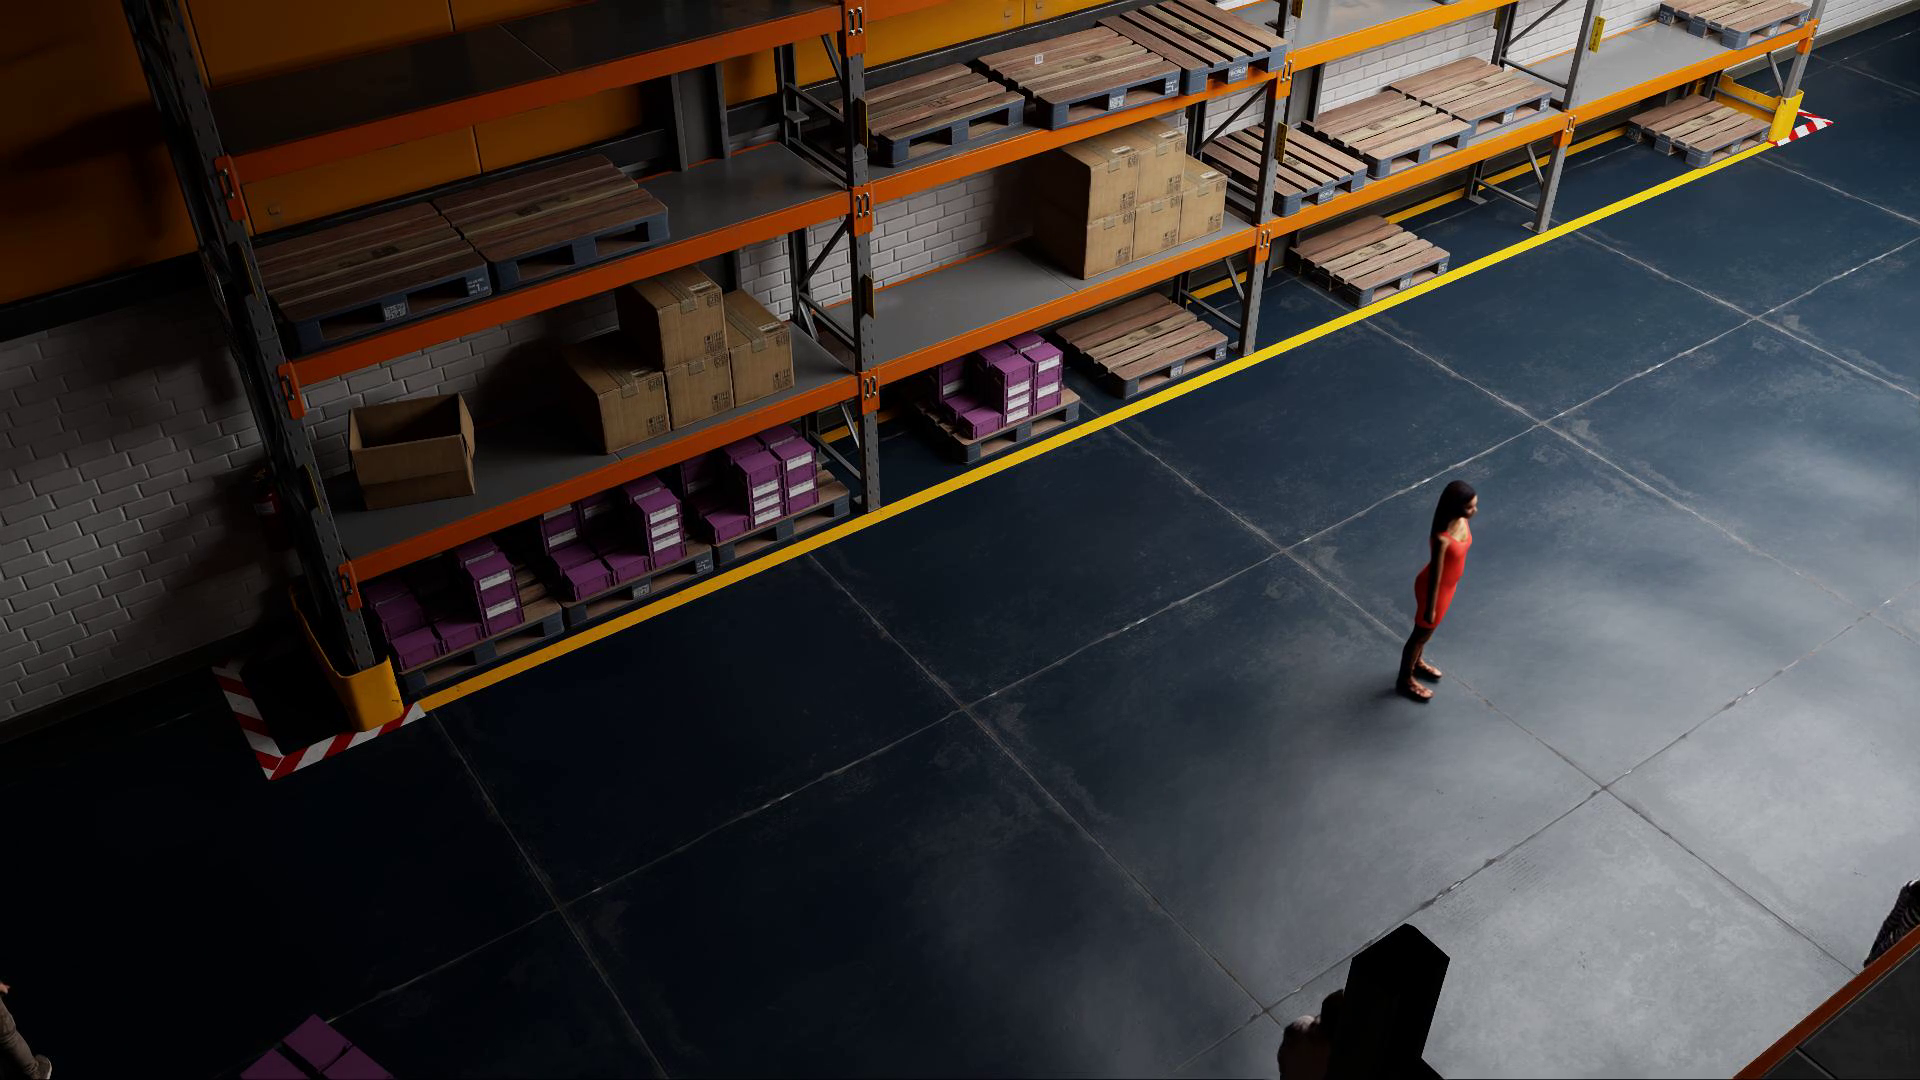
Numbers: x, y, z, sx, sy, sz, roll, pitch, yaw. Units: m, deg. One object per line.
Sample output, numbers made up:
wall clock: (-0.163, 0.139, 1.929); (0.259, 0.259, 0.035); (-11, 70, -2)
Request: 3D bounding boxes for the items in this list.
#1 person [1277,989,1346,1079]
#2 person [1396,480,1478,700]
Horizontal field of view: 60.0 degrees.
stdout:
person: (1.616, 2.828, 7.882); (0.899, 1.810, 1.241); (27, 46, 30)
person: (3.173, 0.316, 11.102); (0.710, 1.718, 0.591); (19, 42, 22)
